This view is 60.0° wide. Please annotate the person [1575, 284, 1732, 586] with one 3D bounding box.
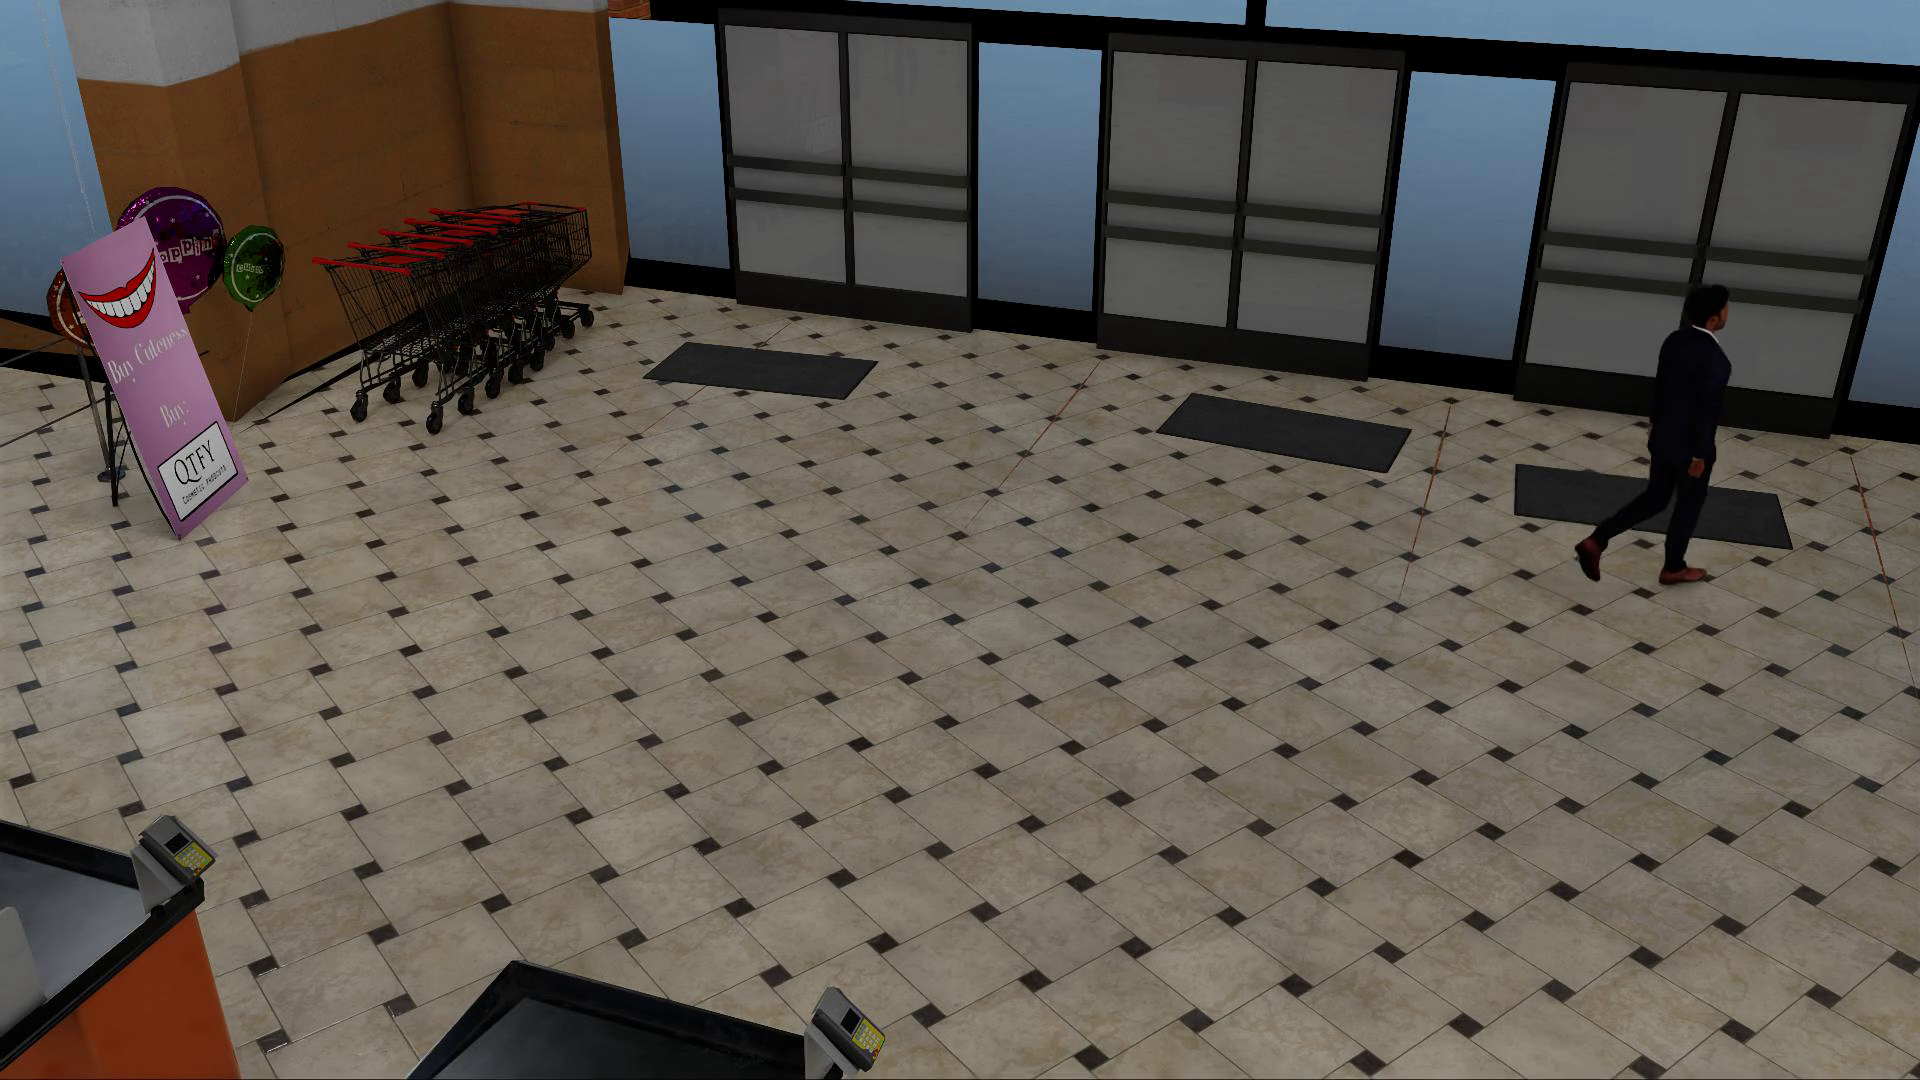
[{"bbox_3d":[3.706,-0.501,8.737,1.036,1.707,1.072,-6,27,-11],"label":"person"}]
